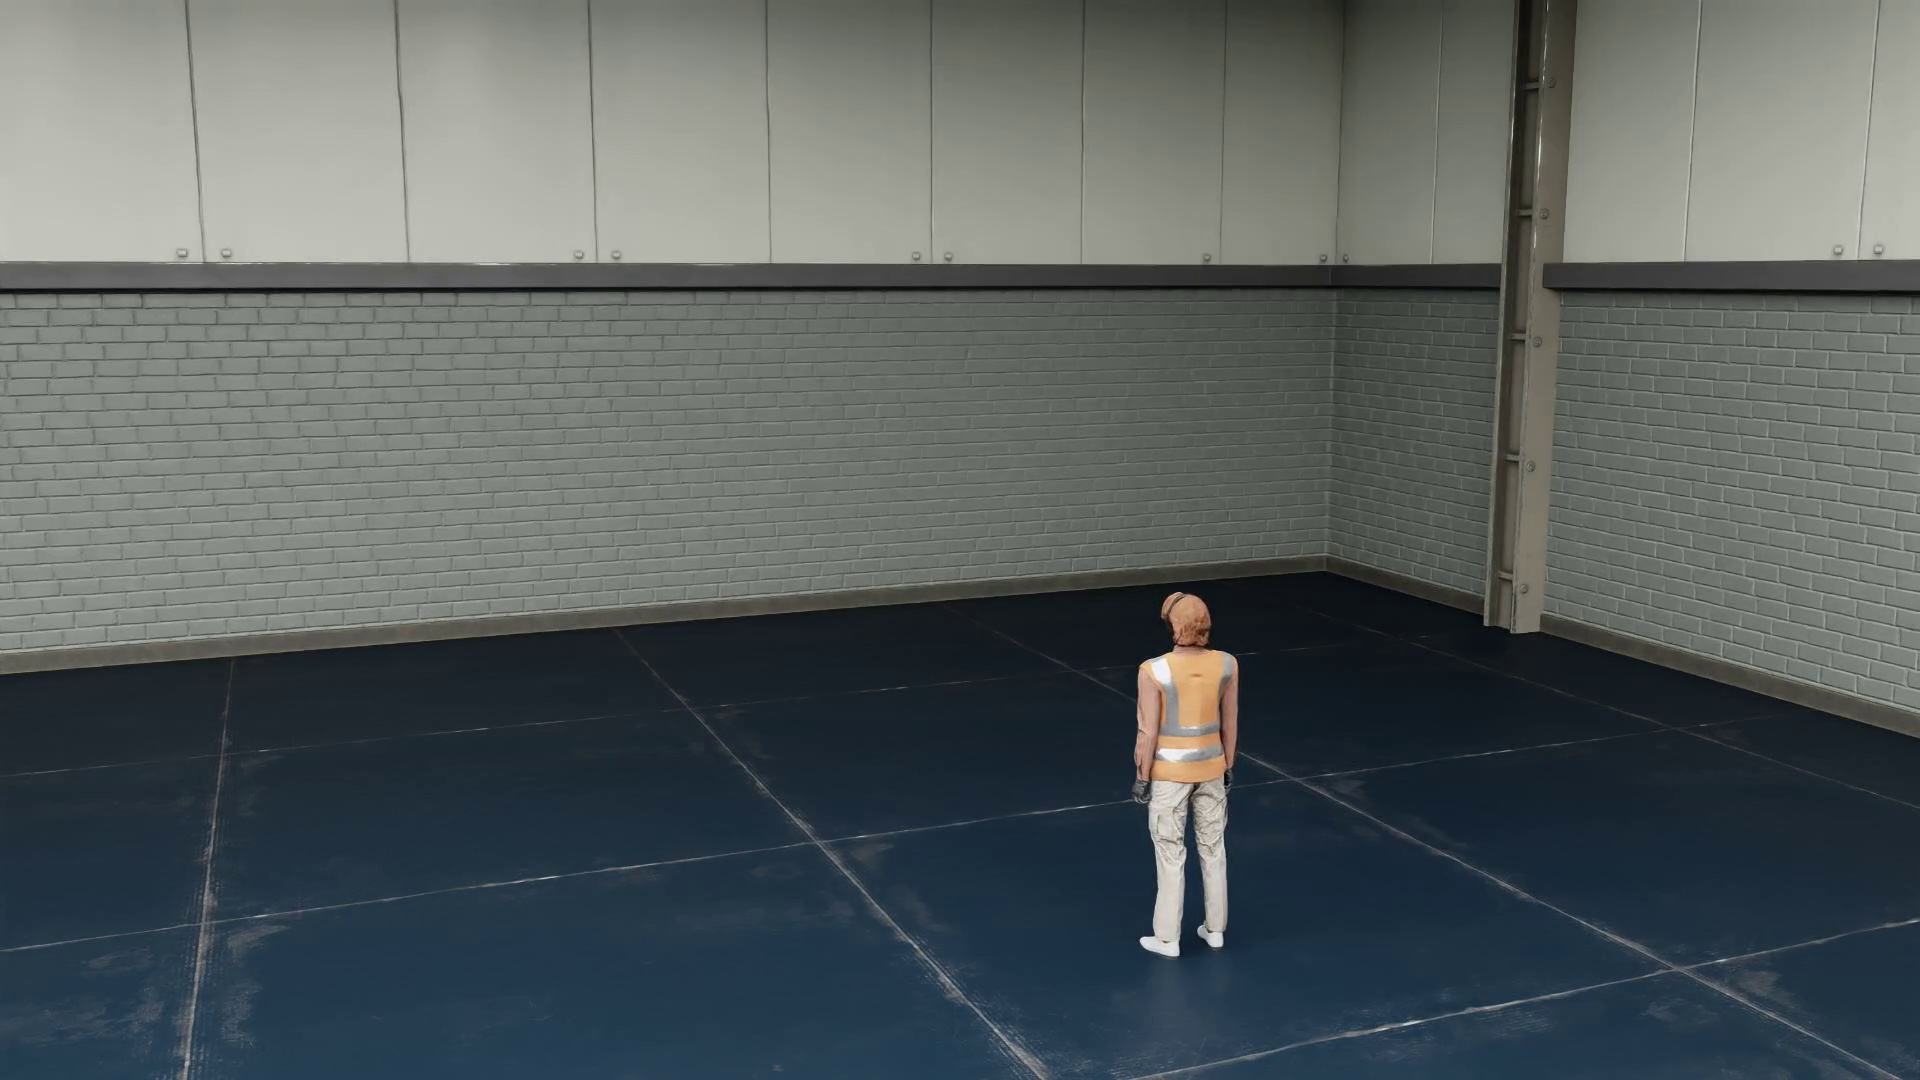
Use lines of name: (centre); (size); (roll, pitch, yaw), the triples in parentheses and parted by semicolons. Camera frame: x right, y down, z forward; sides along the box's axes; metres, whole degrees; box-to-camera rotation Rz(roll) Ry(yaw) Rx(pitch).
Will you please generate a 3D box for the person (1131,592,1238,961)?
person: (1.003, 1.047, 7.400); (0.523, 1.638, 0.310); (-4, 10, -23)
